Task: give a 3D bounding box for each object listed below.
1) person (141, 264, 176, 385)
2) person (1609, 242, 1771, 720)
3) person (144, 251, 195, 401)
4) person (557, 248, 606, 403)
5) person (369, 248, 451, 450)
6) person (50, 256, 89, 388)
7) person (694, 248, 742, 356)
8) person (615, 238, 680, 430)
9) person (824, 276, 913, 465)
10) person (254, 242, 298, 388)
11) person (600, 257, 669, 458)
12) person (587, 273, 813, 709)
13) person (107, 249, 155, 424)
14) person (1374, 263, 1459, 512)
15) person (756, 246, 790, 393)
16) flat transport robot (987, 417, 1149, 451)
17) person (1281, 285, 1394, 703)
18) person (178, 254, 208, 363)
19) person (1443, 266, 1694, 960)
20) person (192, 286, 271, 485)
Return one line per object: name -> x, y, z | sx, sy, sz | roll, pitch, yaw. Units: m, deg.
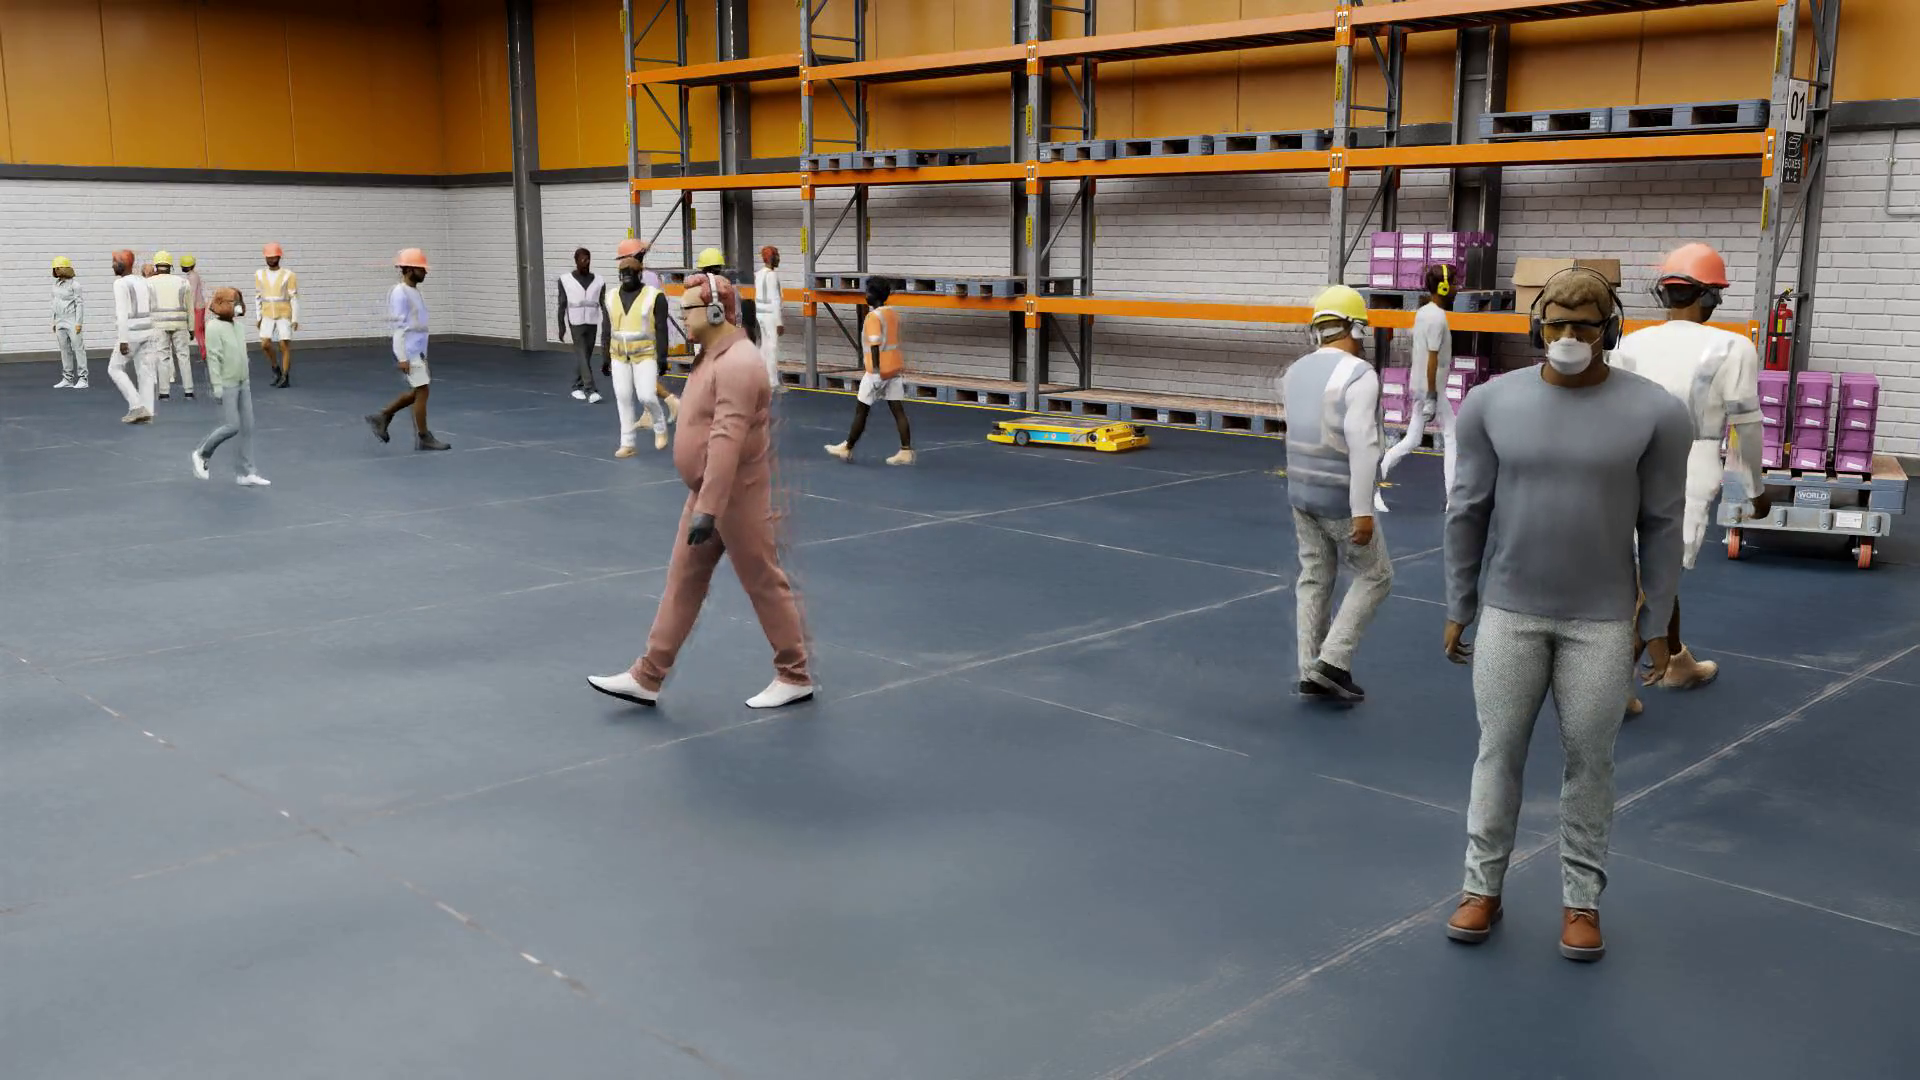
person -> -10.950, -2.931, 22.626 | 0.310, 1.637, 0.519 | 9, 13, 39
person -> 3.020, -0.251, 7.063 | 1.036, 2.001, 0.616 | -7, 13, -34
person -> -9.697, -2.616, 20.378 | 0.599, 1.830, 0.403 | -7, 13, -34
person -> -4.571, -2.617, 20.302 | 0.614, 1.864, 1.028 | -7, 13, -34
person -> -5.219, -1.778, 15.619 | 0.708, 1.915, 0.545 | 0, 10, 0
person -> -11.848, -2.881, 22.067 | 0.487, 1.744, 0.294 | 3, 11, 17
person -> -2.191, -1.726, 15.324 | 0.622, 1.910, 0.585 | 7, 13, 35
person -> -3.202, -2.111, 17.186 | 0.731, 2.007, 0.616 | 4, 11, 20
person -> -0.787, -1.488, 14.667 | 0.852, 1.655, 0.553 | 4, 11, 22
person -> -9.060, -2.970, 22.043 | 0.566, 1.926, 0.399 | -1, 10, -3
person -> -2.974, -1.669, 15.238 | 0.649, 1.829, 0.465 | 3, 11, 14
person -> -1.071, -0.176, 6.995 | 0.973, 1.856, 0.659 | -5, 11, -23
person -> -8.884, -2.159, 17.779 | 0.453, 1.868, 0.614 | 0, 10, 3
person -> 3.361, -1.090, 12.077 | 0.916, 1.837, 0.530 | 0, 10, -1
person -> -2.435, -2.831, 21.438 | 0.377, 1.878, 0.605 | -5, 12, -26
flat transport robot -> 1.035, -1.035, 16.017 | 1.431, 0.197, 0.652 | 7, 12, 33
person -> 1.619, -0.184, 7.173 | 0.422, 1.809, 0.617 | -5, 11, -23
person -> -12.146, -3.672, 26.443 | 0.402, 1.719, 0.695 | -4, 11, -20
person -> 1.674, 0.212, 4.672 | 0.635, 1.936, 0.355 | 5, 11, 24
person -> -5.914, -1.238, 13.425 | 0.528, 1.620, 0.511 | 2, 11, 10
